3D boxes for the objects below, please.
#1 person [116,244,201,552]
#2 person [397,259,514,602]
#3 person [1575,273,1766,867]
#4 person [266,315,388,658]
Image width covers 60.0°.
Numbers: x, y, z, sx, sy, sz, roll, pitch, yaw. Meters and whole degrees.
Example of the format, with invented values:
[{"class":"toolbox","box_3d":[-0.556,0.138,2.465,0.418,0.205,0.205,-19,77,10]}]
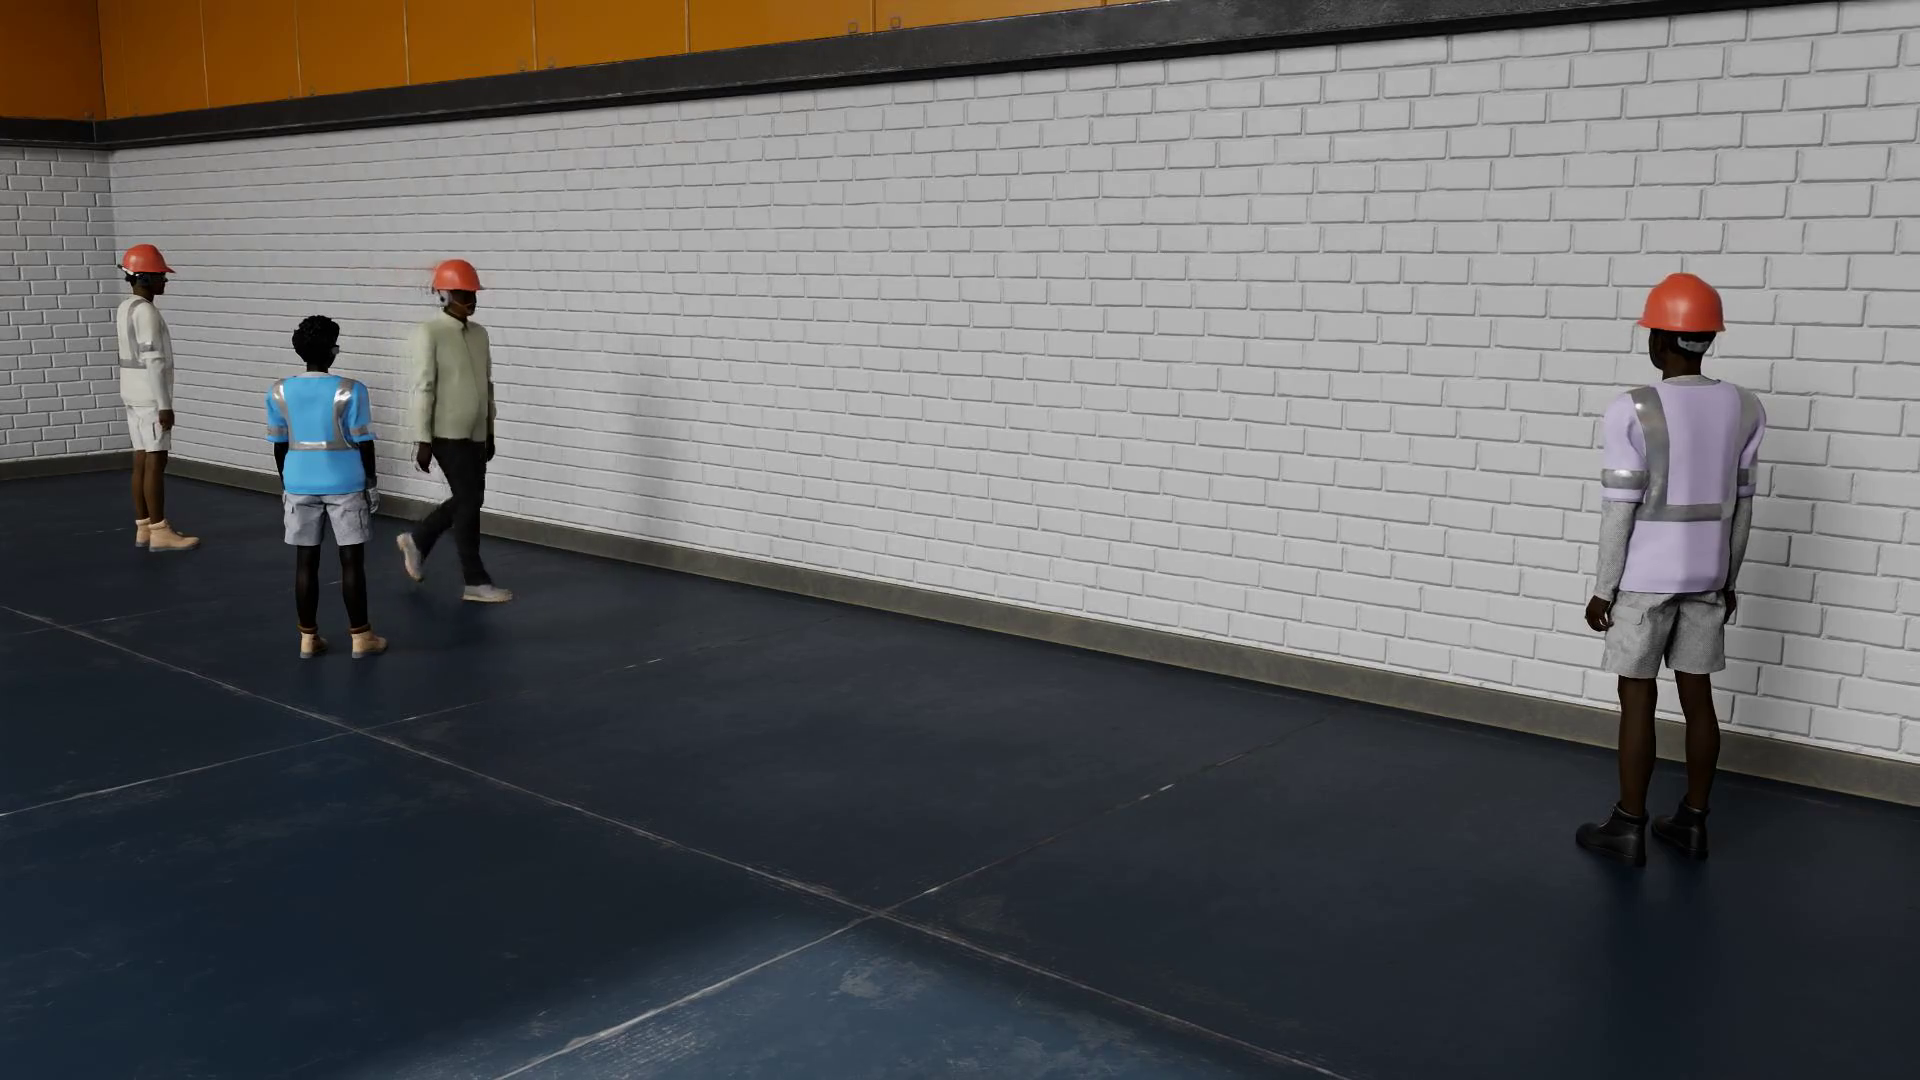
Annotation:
[{"class":"person","box_3d":[-5.415,-0.948,11.167,0.387,2.045,0.605,-8,13,-39]},{"class":"person","box_3d":[-2.974,-0.635,9.630,0.834,1.971,0.626,4,11,21]},{"class":"person","box_3d":[2.310,0.108,5.451,0.545,1.942,0.350,-2,10,-12]},{"class":"person","box_3d":[-3.115,-0.252,8.195,0.535,1.697,0.318,0,10,2]}]
